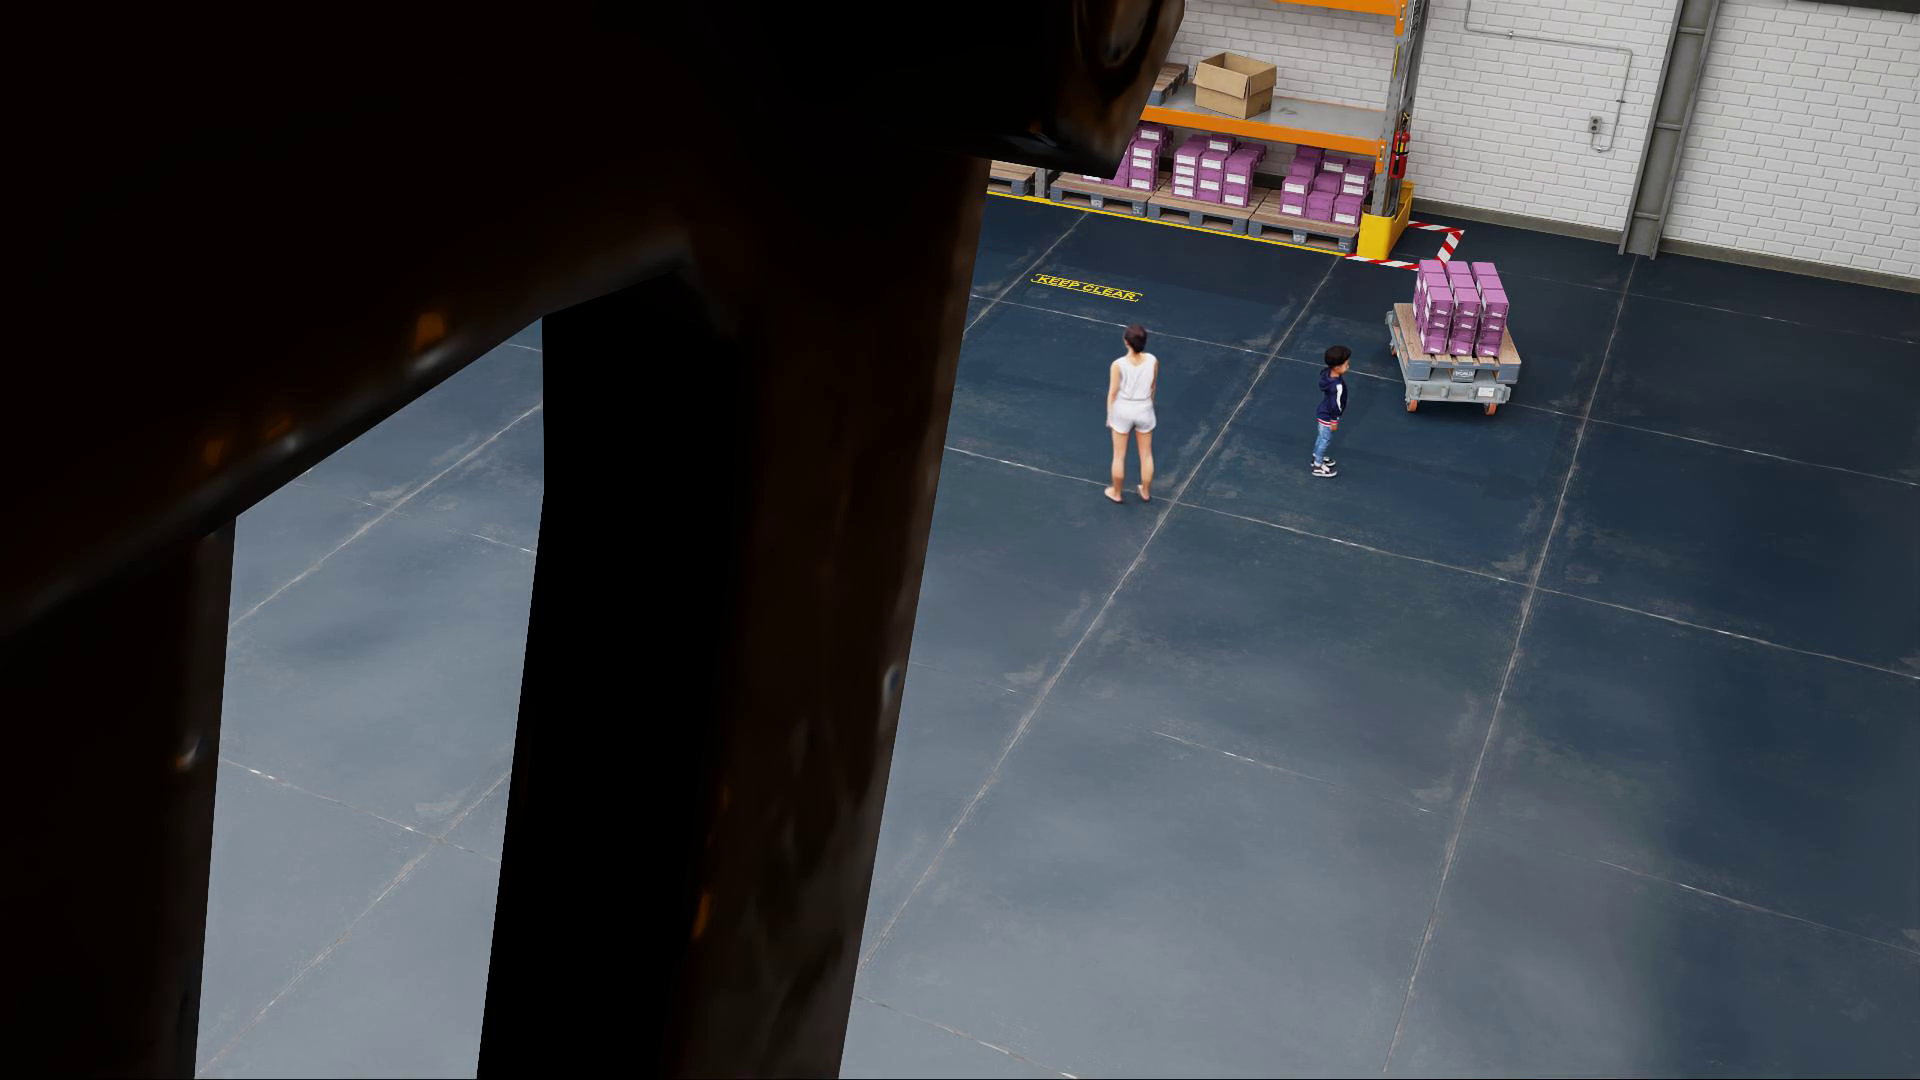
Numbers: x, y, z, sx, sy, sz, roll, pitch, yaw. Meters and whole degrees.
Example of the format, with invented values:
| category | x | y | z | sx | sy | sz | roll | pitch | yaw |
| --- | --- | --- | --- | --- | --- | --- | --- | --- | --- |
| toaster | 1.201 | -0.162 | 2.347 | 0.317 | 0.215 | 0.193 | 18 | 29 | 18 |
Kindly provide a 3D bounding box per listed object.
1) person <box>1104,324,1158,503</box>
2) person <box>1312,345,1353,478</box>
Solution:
| category | x | y | z | sx | sy | sz | roll | pitch | yaw |
| --- | --- | --- | --- | --- | --- | --- | --- | --- | --- |
| person | 1.447 | -1.057 | 13.907 | 0.628 | 1.604 | 0.714 | -6 | 34 | -9 |
| person | 3.192 | -1.125 | 14.356 | 0.567 | 1.221 | 0.572 | 2 | 34 | 4 |
